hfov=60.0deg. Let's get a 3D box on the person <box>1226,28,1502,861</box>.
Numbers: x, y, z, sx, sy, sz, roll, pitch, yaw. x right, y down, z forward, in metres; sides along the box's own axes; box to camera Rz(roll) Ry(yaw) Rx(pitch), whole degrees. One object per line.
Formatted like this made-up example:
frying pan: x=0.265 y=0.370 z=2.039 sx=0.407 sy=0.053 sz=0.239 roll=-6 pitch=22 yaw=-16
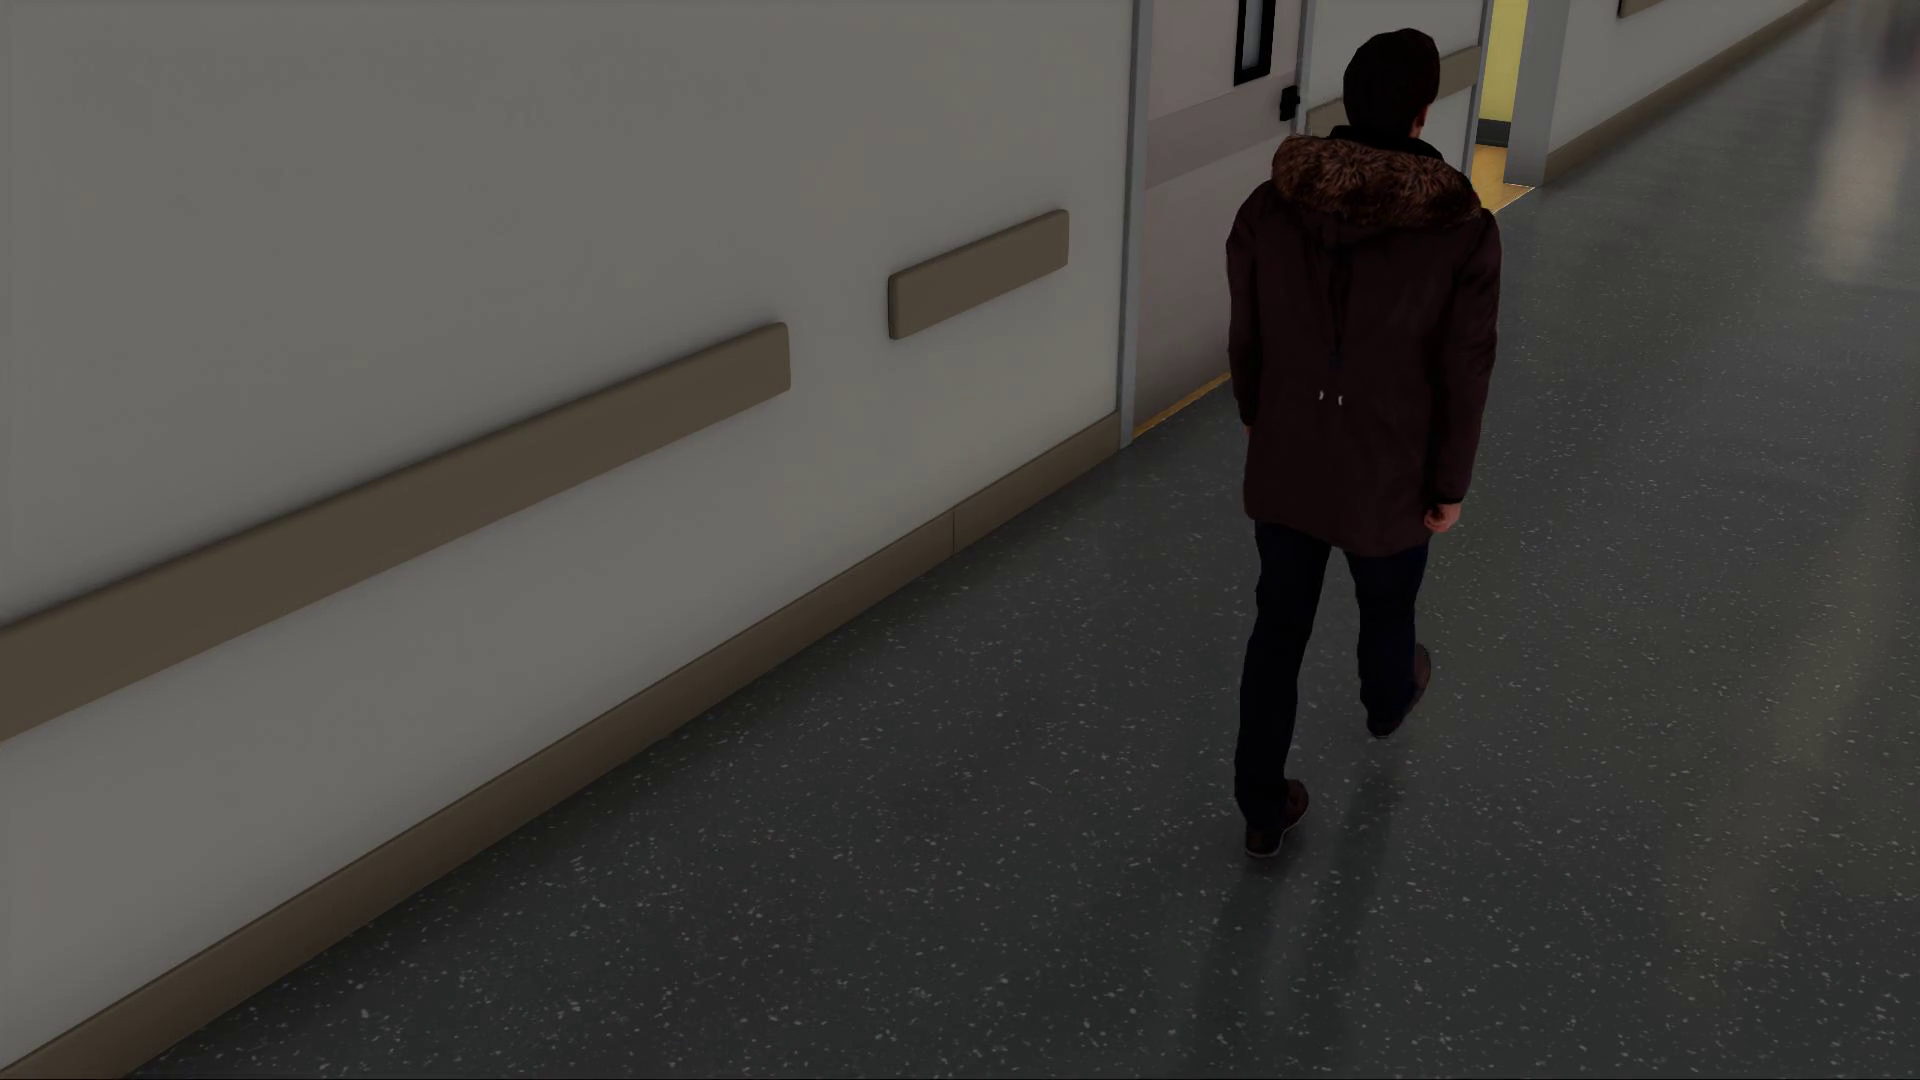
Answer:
person: x=0.794 y=-0.121 z=3.609 sx=1.056 sy=1.803 sz=0.869 roll=15 pitch=29 yaw=28
